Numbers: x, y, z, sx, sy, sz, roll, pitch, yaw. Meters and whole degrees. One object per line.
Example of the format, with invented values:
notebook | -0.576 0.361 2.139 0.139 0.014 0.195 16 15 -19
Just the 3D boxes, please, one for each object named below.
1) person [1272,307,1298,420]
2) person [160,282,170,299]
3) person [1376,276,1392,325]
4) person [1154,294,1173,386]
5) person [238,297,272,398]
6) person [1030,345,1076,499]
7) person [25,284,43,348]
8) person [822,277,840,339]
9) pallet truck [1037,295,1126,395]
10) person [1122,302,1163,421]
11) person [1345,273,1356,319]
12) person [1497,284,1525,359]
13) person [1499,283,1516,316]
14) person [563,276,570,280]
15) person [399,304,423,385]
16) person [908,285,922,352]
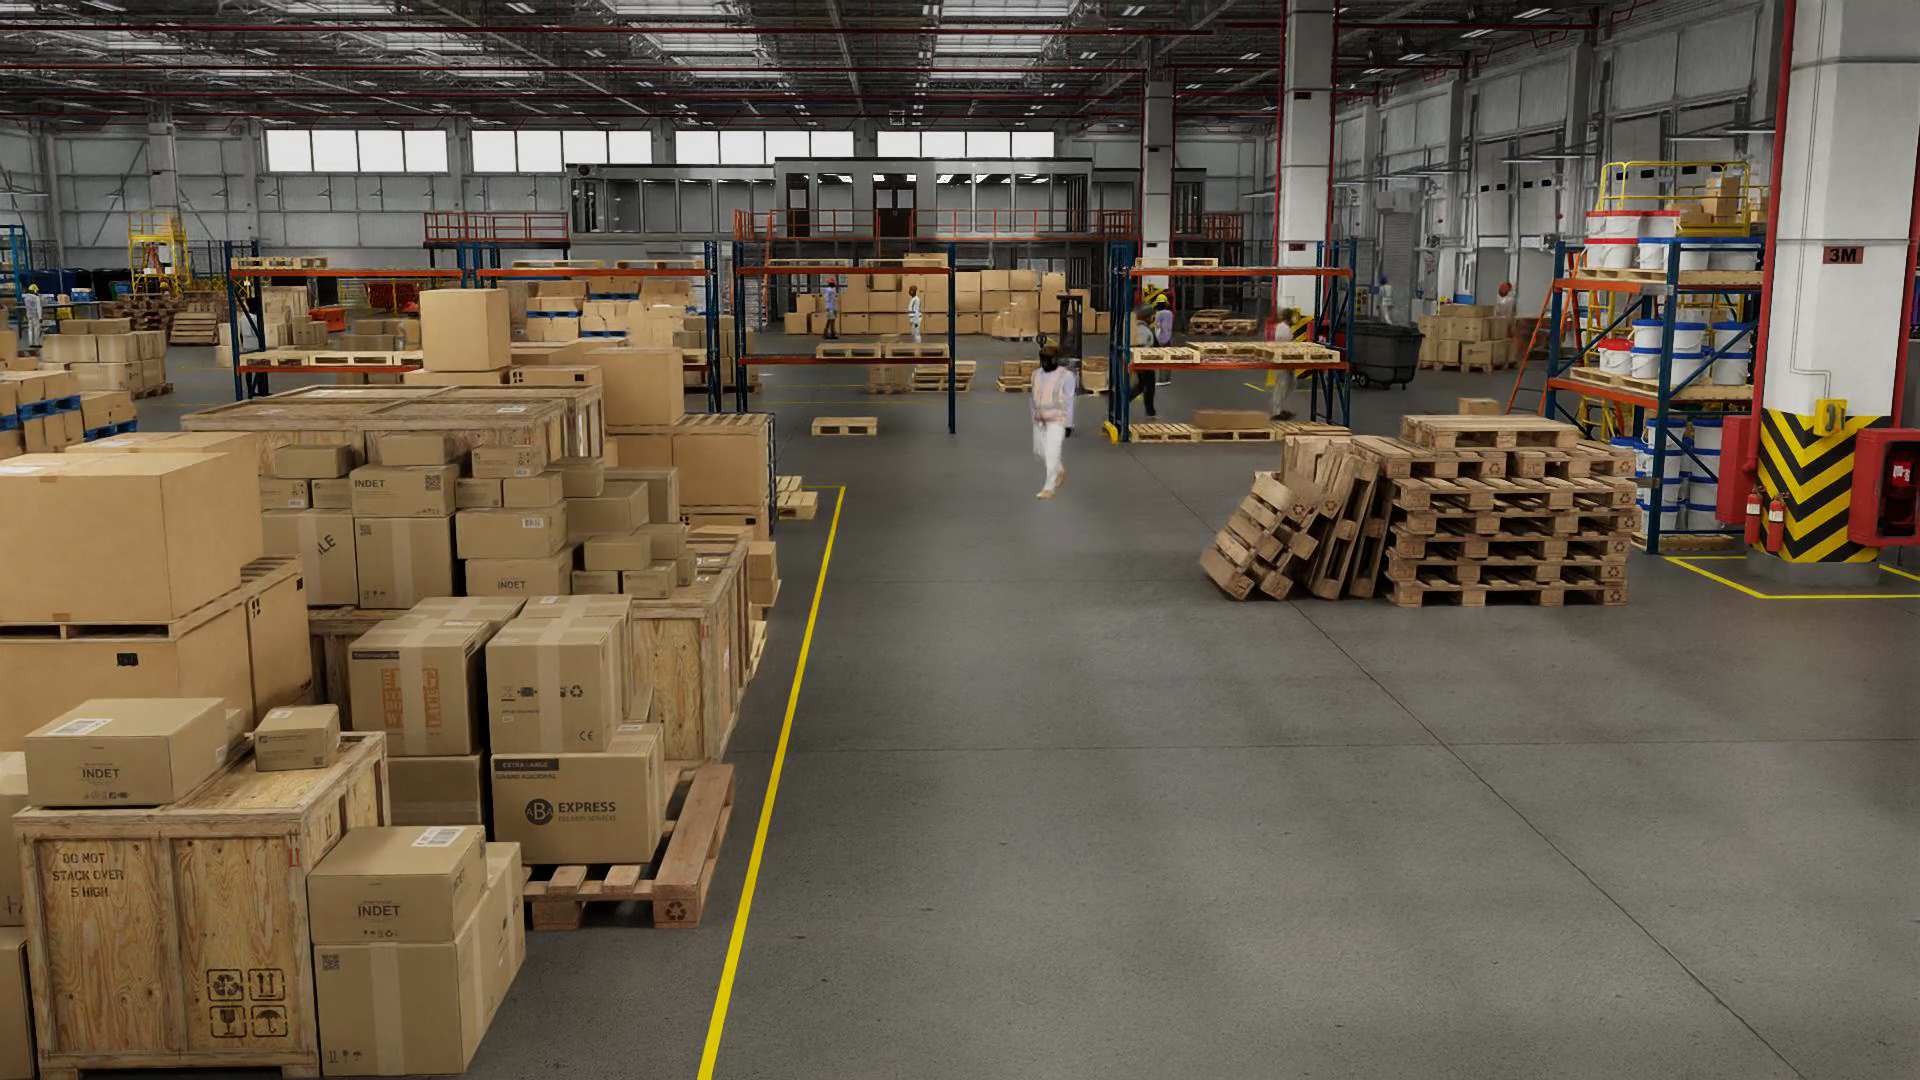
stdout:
person | 5.598 -2.980 28.245 0.608 1.920 0.648 1 10 5
person | -25.481 -7.408 53.421 0.322 1.741 0.490 -4 11 -24
person | 14.413 -7.967 56.151 0.625 1.893 0.840 -8 13 -38
person | 4.266 -4.215 35.114 0.385 1.928 0.589 8 13 38
person | -13.753 -3.745 32.402 0.601 1.961 0.372 5 11 27
person | 1.115 -1.414 19.817 0.630 1.827 0.604 9 13 40
person | -26.444 -6.386 47.539 0.610 1.821 0.414 6 12 31
person | -4.055 -7.196 51.842 0.598 1.945 0.583 -6 12 -32
pallet truck | 2.483 -3.881 33.060 1.885 1.965 0.823 -7 13 -36
person | 3.086 -3.042 28.267 0.700 2.000 0.695 -1 10 -5
person | 15.487 -9.652 65.645 0.429 1.845 0.627 -5 12 -28
person | 14.135 -5.632 42.956 0.981 1.958 0.620 8 13 39
person | 15.635 -6.423 47.592 0.530 1.866 0.306 -1 10 -4
person | -14.117 -8.577 59.583 0.781 1.856 0.573 -4 11 -19
person | -10.006 -3.355 30.490 0.593 1.911 0.597 -2 10 -12
person | -1.200 -5.838 44.317 0.354 1.876 0.574 -3 11 -17
